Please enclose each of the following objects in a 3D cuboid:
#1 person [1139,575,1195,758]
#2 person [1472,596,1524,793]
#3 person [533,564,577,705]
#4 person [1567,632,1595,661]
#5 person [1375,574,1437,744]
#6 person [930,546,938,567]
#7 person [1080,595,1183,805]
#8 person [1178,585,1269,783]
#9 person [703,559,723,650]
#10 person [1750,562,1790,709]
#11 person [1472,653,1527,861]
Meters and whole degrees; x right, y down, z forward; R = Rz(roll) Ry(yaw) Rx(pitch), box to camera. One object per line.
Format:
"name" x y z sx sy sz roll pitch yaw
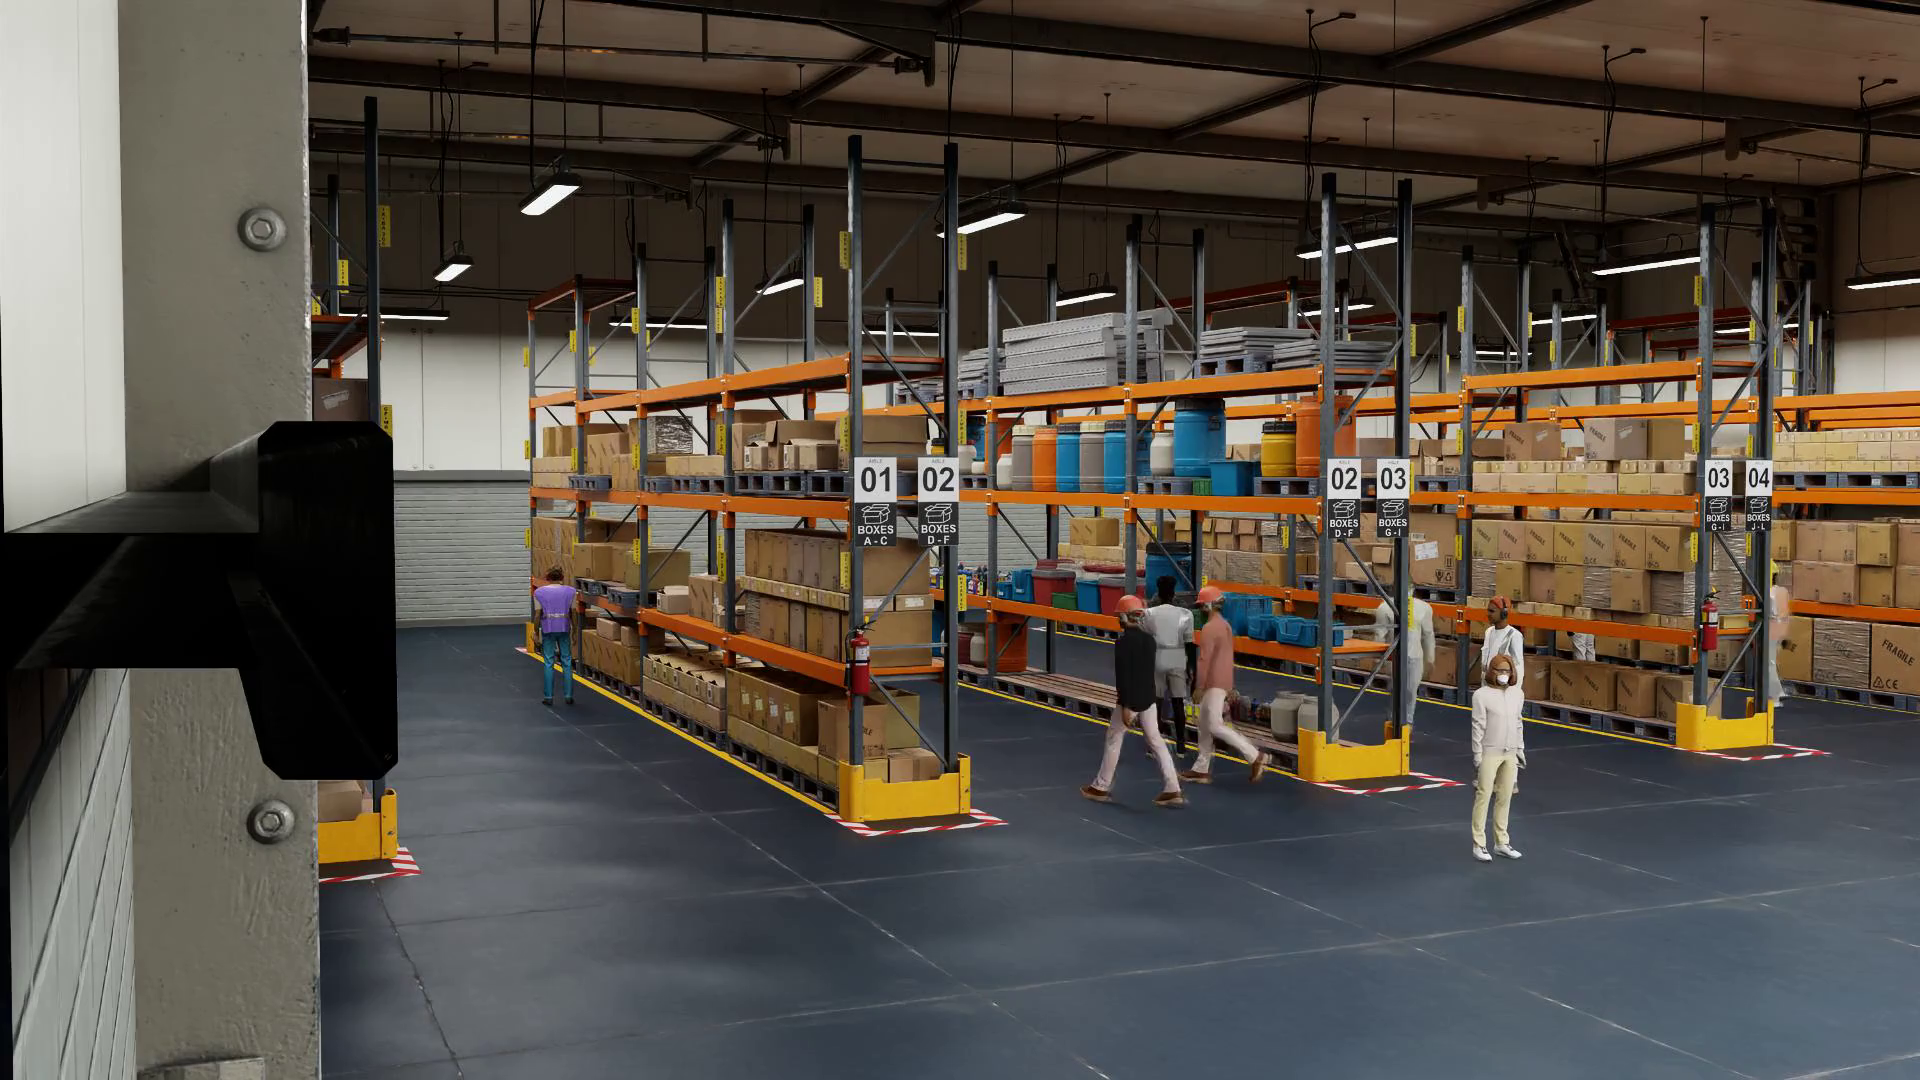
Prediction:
"person" 2.212 1.353 19.223 0.614 1.963 0.361 0 2 0
"person" 5.170 1.472 17.175 0.349 1.882 0.584 -1 2 -16
"person" -5.334 1.242 23.629 0.564 1.847 0.397 -1 2 -19
"person" 8.721 1.187 25.156 0.633 1.843 0.429 -2 3 -41
"person" 5.013 1.343 20.114 0.643 1.920 0.529 0 2 -6
"person" -0.430 0.757 34.532 0.406 1.987 0.615 1 3 30
"person" 1.625 1.475 16.542 1.058 1.935 0.627 2 3 41
"person" 2.582 1.423 17.544 0.853 1.958 0.622 1 2 22
"person" -3.663 1.115 27.349 0.627 1.807 0.704 -1 2 -27
"person" 10.501 1.228 23.257 0.585 1.911 0.424 -2 3 -40
"person" 4.271 1.710 14.188 0.504 1.631 0.281 -1 2 -24
